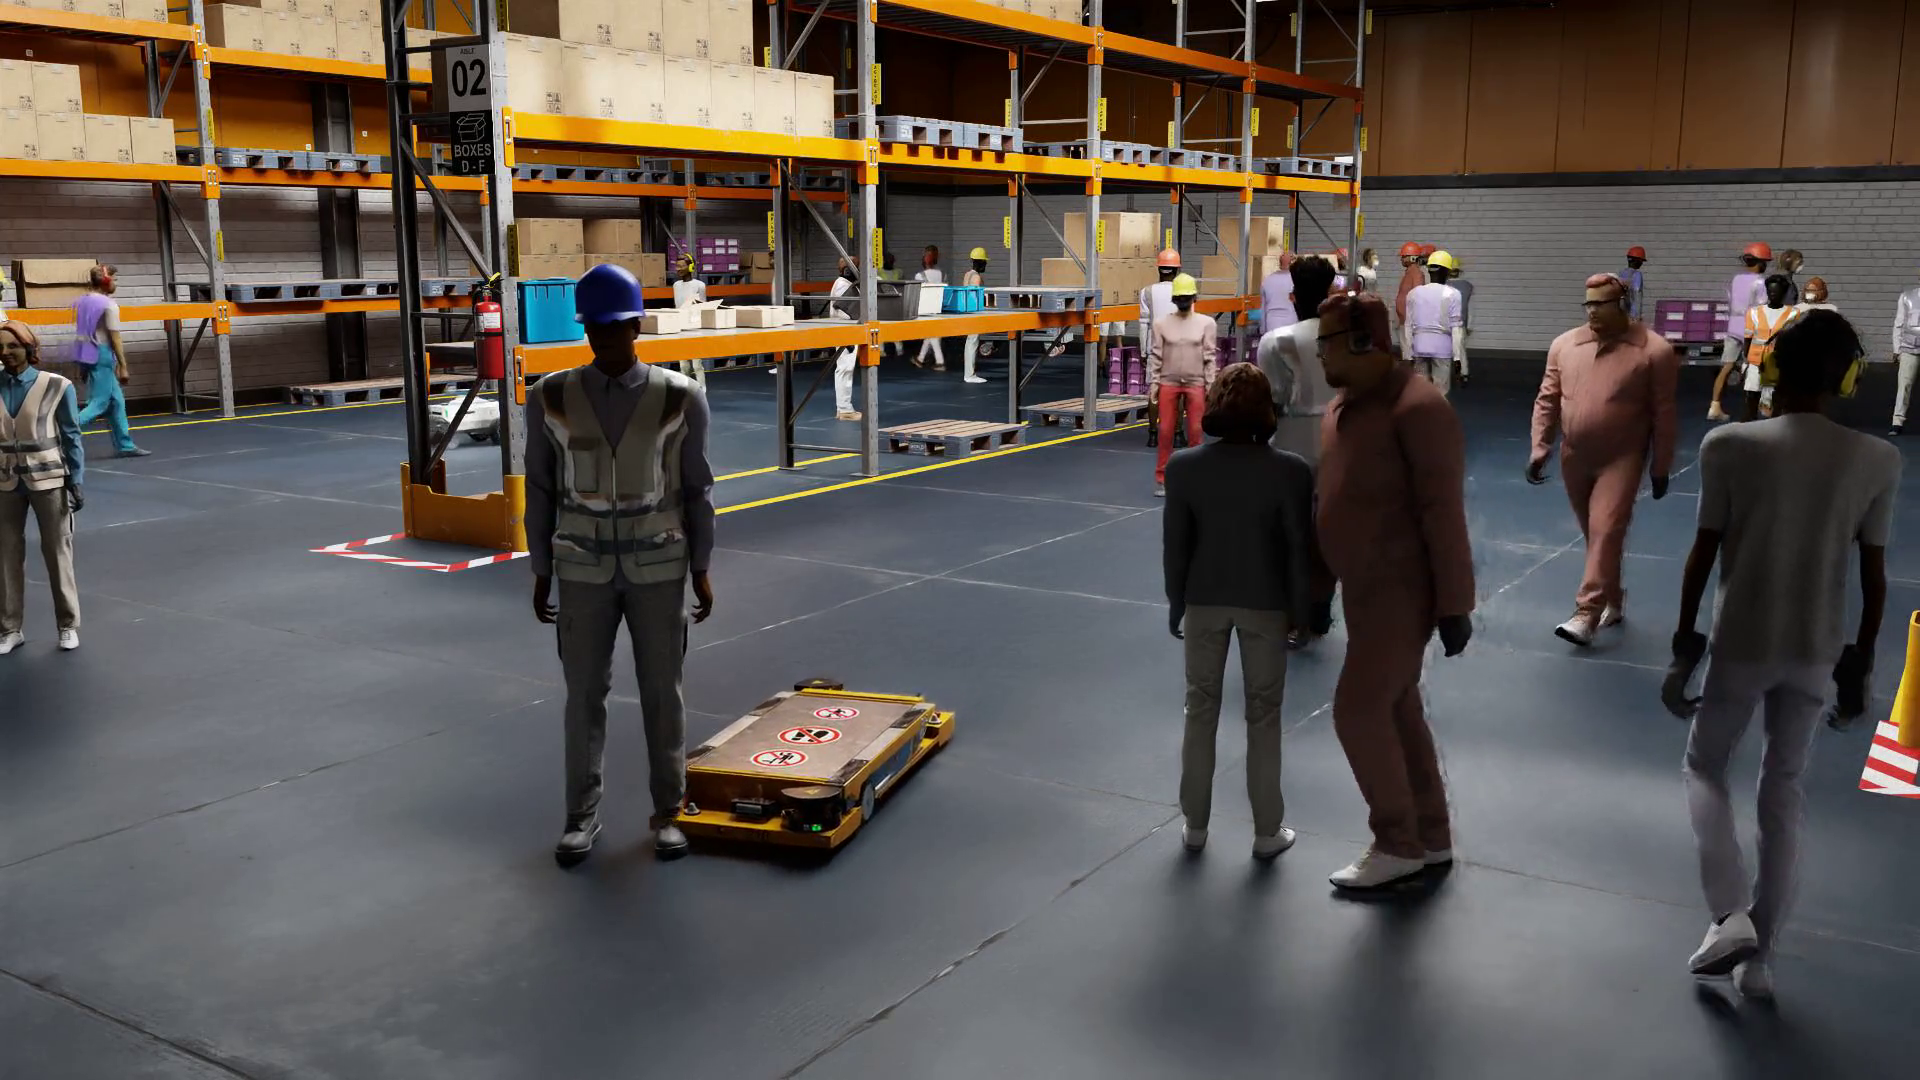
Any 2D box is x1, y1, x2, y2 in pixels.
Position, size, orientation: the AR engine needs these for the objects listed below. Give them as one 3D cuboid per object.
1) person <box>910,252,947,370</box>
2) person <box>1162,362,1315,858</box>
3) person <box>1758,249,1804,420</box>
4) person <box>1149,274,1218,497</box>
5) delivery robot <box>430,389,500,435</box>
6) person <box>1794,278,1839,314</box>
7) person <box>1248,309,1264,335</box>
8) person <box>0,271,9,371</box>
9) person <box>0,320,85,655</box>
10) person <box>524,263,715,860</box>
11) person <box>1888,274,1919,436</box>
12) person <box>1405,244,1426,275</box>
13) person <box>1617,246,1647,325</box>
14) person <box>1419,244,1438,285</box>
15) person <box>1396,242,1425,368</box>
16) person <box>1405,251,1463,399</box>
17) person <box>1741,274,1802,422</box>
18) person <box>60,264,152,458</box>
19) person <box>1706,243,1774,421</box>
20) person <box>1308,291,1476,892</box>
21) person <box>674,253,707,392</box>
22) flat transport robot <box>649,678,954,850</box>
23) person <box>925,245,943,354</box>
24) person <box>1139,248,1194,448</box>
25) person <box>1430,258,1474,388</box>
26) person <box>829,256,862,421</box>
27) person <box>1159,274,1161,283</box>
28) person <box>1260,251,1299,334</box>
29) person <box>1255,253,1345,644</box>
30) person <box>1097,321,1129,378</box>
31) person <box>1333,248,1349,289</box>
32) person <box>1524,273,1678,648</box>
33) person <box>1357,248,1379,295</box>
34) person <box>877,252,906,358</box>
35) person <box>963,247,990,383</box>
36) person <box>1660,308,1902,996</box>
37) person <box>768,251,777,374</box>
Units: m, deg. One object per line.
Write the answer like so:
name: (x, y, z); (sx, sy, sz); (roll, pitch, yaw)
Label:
person: (-0.499, -3.577, 26.031); (0.600, 1.827, 1.010); (-7, 13, -36)
person: (0.909, 0.234, 5.466); (0.497, 1.632, 0.289); (4, 11, 21)
person: (9.145, -2.260, 18.471); (0.444, 1.923, 0.650); (7, 12, 33)
person: (1.758, -1.204, 13.100); (0.529, 1.759, 0.367); (1, 10, 8)
delivery robot: (-4.840, -1.246, 16.391); (0.477, 0.478, 0.707); (10, 14, 43)
person: (8.999, -1.949, 17.606); (0.365, 1.628, 0.520); (-8, 13, -39)
person: (4.578, -3.393, 25.460); (0.565, 1.672, 0.452); (9, 14, 42)
person: (-8.620, -1.562, 14.865); (0.404, 1.833, 0.589); (-4, 11, -20)
person: (-4.574, -0.258, 8.166); (0.515, 1.642, 0.314); (-3, 11, -14)
person: (-1.100, 0.085, 5.414); (0.608, 1.946, 0.406); (-1, 10, -5)
person: (9.919, -1.968, 17.107); (0.592, 1.834, 0.404); (7, 12, 34)
person: (7.036, -3.501, 25.267); (0.664, 1.958, 0.827); (-2, 10, -8)
person: (9.777, -3.301, 24.235); (0.371, 1.928, 0.543); (-2, 10, -12)
person: (6.202, -2.972, 22.311); (0.567, 1.962, 0.654); (-9, 13, -40)
person: (5.799, -2.839, 21.491); (0.377, 1.995, 0.612); (0, 10, 0)
person: (4.524, -1.786, 15.865); (0.585, 1.920, 0.374); (10, 14, 43)
person: (7.747, -1.682, 15.903); (0.535, 1.697, 0.322); (7, 12, 34)
person: (-7.925, -1.609, 15.203); (0.579, 1.813, 0.877); (8, 13, 39)
person: (8.818, -2.314, 18.597); (1.062, 1.985, 0.634); (-4, 11, -22)
person: (1.333, 0.160, 5.244); (0.597, 1.863, 0.655); (-2, 10, -10)
person: (-3.163, -2.403, 19.420); (0.520, 1.873, 0.335); (7, 12, 34)
flat transport robot: (-0.533, 0.790, 6.156); (0.652, 0.197, 1.431); (3, 11, 16)
person: (-0.486, -4.270, 29.574); (0.373, 1.940, 0.629); (-3, 11, -15)
person: (2.018, -1.862, 16.230); (0.543, 1.939, 0.360); (3, 11, 14)
person: (6.797, -2.995, 22.942); (0.598, 1.792, 0.936); (-1, 10, -3)
person: (-1.255, -2.270, 18.760); (0.430, 1.845, 0.619); (-1, 10, -8)
person: (3.026, -3.371, 24.934); (0.626, 1.823, 0.597); (1, 10, 5)
person: (3.970, -2.551, 20.202); (0.654, 1.877, 0.797); (6, 12, 32)
person: (1.732, -0.443, 8.317); (0.648, 1.962, 0.482); (-3, 11, -14)
person: (2.230, -3.337, 24.438); (0.542, 1.930, 0.380); (1, 10, 5)
person: (5.623, -3.494, 25.382); (0.784, 1.910, 0.547); (9, 13, 40)
person: (3.193, -0.402, 8.375); (1.020, 1.849, 0.650); (-10, 14, -44)
person: (5.900, -3.382, 24.729); (0.670, 1.914, 0.645); (5, 11, 24)
person: (-1.213, -4.034, 28.654); (0.680, 1.802, 0.883); (-3, 11, -18)
person: (0.232, -3.193, 23.681); (0.398, 1.919, 0.582); (-2, 10, -10)
person: (2.156, 0.310, 4.444); (0.538, 1.845, 0.394); (2, 10, 12)
person: (-2.774, -3.463, 25.332); (0.342, 1.861, 0.549); (-2, 10, -12)
